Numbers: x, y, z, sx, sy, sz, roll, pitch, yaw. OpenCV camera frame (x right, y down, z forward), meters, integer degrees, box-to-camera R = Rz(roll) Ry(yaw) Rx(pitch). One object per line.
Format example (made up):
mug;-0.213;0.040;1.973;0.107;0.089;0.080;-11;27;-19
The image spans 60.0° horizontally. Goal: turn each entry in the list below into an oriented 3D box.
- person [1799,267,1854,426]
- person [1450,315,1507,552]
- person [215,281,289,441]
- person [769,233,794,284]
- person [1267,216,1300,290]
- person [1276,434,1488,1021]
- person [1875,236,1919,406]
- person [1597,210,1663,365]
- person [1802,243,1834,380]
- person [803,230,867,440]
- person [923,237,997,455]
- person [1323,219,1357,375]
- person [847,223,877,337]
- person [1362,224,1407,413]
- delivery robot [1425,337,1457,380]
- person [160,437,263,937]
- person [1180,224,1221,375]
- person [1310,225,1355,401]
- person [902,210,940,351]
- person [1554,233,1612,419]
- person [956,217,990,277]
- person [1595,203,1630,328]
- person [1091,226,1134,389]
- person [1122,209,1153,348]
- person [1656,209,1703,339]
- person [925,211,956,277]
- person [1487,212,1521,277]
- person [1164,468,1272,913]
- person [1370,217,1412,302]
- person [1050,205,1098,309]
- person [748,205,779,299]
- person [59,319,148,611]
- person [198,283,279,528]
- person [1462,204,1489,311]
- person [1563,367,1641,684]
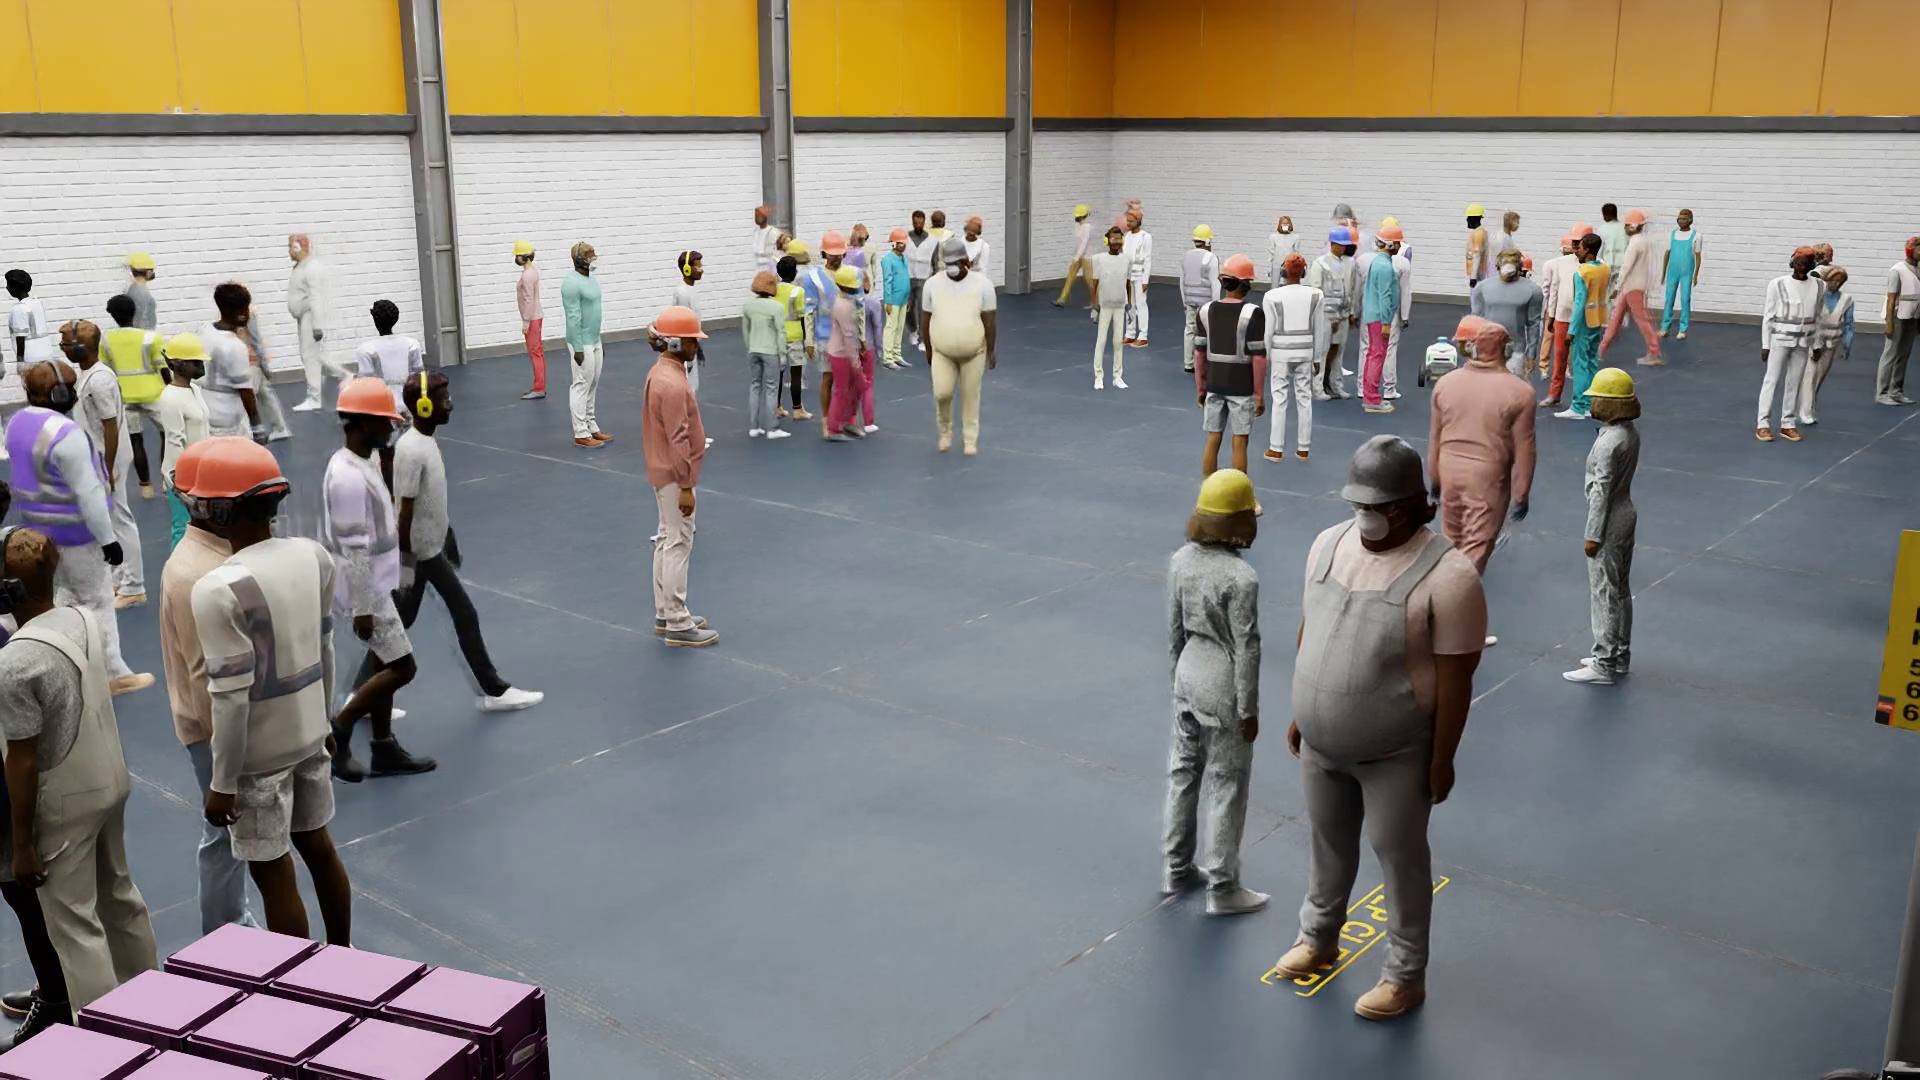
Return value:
person;8.738;-1.942;16.802;0.528;1.597;0.821;1;14;6
person;3.595;-0.685;11.535;0.594;1.732;0.505;-13;19;-41
person;-6.745;-1.642;15.650;0.595;1.581;0.873;11;18;38
person;-2.304;-3.190;21.756;0.320;1.631;0.516;10;17;34
person;5.002;-4.193;25.754;0.501;1.633;0.279;0;14;1
person;1.385;0.624;5.681;0.535;2.000;0.683;-10;17;-36
person;10.248;-2.379;18.106;0.568;1.837;0.397;-8;16;-29
person;8.570;-3.221;21.255;1.028;1.947;0.621;7;16;26
person;10.263;-2.725;19.899;0.507;1.629;0.318;-11;18;-37
person;-1.194;-1.969;16.083;0.612;2.028;0.409;-6;15;-21
person;-0.006;-1.784;15.304;0.695;2.000;0.539;1;14;3
person;4.658;-2.966;20.332;0.396;1.899;0.636;-4;15;-14
person;-1.408;-3.702;23.795;0.497;1.633;0.289;-10;17;-35
person;4.499;-2.353;17.696;0.402;1.986;0.611;1;14;4
delivery robot;5.652;-2.134;19.524;0.477;0.478;0.707;4;15;15
person;-2.523;0.625;5.772;0.395;1.990;0.619;-5;15;-18
person;2.931;-2.893;20.150;0.404;1.837;0.587;-12;19;-40
person;4.125;-2.503;18.398;0.620;1.935;0.414;-8;16;-29
person;-0.582;-3.553;22.680;0.600;1.889;0.800;1;14;5
person;6.498;-2.212;17.261;0.590;1.919;0.392;-13;19;-42
person;0.073;-3.319;21.860;0.657;1.830;0.835;7;16;27
person;9.753;-4.072;24.775;0.634;1.876;0.710;0;14;1
person;1.758;-2.678;19.214;0.510;1.877;0.328;-3;14;-12
person;2.413;-3.590;22.867;0.345;1.873;0.580;-10;17;-34
person;10.260;-3.784;23.690;0.508;1.844;0.336;13;19;41
person;-0.277;-3.846;24.045;0.635;1.789;0.971;8;16;28
person;7.581;-3.625;23.099;0.681;1.815;0.604;10;17;35
person;1.015;0.580;6.477;0.379;1.738;0.514;-8;16;-30
person;5.588;-3.306;21.808;0.590;1.833;0.404;8;16;29
person;1.940;-4.640;27.362;0.863;1.719;0.528;-7;15;-25
person;-2.830;-3.887;24.062;0.412;1.870;0.578;-12;19;-40
person;-5.381;-0.469;10.452;0.346;1.842;0.505;-9;16;-31
person;-5.288;-0.922;12.129;0.622;1.910;0.702;-9;16;-31
person;7.306;-3.808;23.652;0.420;1.915;0.588;5;15;18
person;3.535;-0.079;9.116;0.347;1.738;0.486;10;17;35
